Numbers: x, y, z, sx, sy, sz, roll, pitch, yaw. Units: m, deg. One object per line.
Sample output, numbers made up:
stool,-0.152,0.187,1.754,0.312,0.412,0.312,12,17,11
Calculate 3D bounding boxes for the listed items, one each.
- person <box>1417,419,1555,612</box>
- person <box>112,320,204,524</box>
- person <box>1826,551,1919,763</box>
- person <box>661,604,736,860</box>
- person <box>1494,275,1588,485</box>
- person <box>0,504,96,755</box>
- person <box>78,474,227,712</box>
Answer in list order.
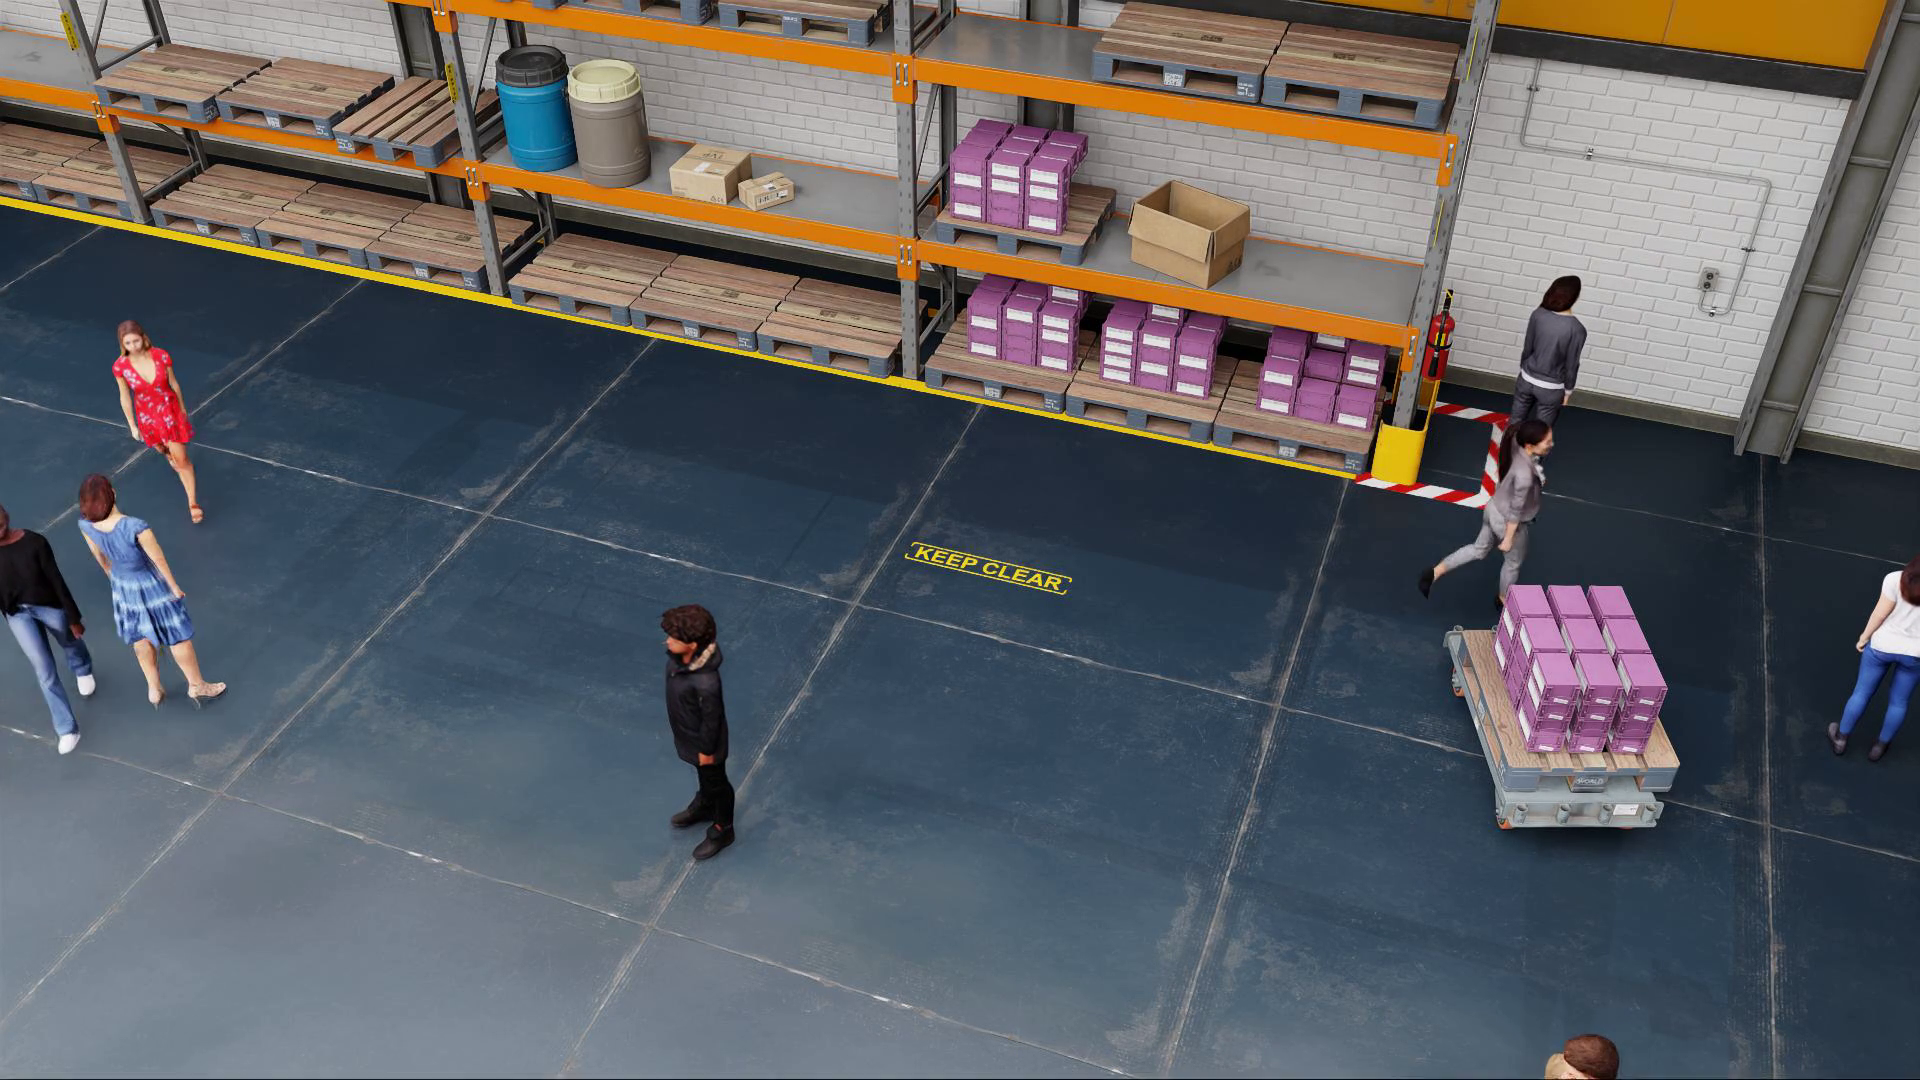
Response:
person,3.542,-0.123,11.084,1.119,1.647,0.850,-1,39,-1
person,-5.866,-0.944,12.184,1.016,1.558,1.118,-18,42,-22
person,5.673,0.677,10.053,0.480,1.684,0.665,15,41,18
person,-1.477,1.062,9.493,0.797,1.781,0.728,-19,43,-23
person,4.299,-1.162,12.288,0.593,1.768,0.729,31,48,33
person,-5.732,0.404,10.383,1.147,1.698,1.158,-14,41,-17
person,-5.071,0.338,10.384,0.560,1.802,0.766,13,40,16
